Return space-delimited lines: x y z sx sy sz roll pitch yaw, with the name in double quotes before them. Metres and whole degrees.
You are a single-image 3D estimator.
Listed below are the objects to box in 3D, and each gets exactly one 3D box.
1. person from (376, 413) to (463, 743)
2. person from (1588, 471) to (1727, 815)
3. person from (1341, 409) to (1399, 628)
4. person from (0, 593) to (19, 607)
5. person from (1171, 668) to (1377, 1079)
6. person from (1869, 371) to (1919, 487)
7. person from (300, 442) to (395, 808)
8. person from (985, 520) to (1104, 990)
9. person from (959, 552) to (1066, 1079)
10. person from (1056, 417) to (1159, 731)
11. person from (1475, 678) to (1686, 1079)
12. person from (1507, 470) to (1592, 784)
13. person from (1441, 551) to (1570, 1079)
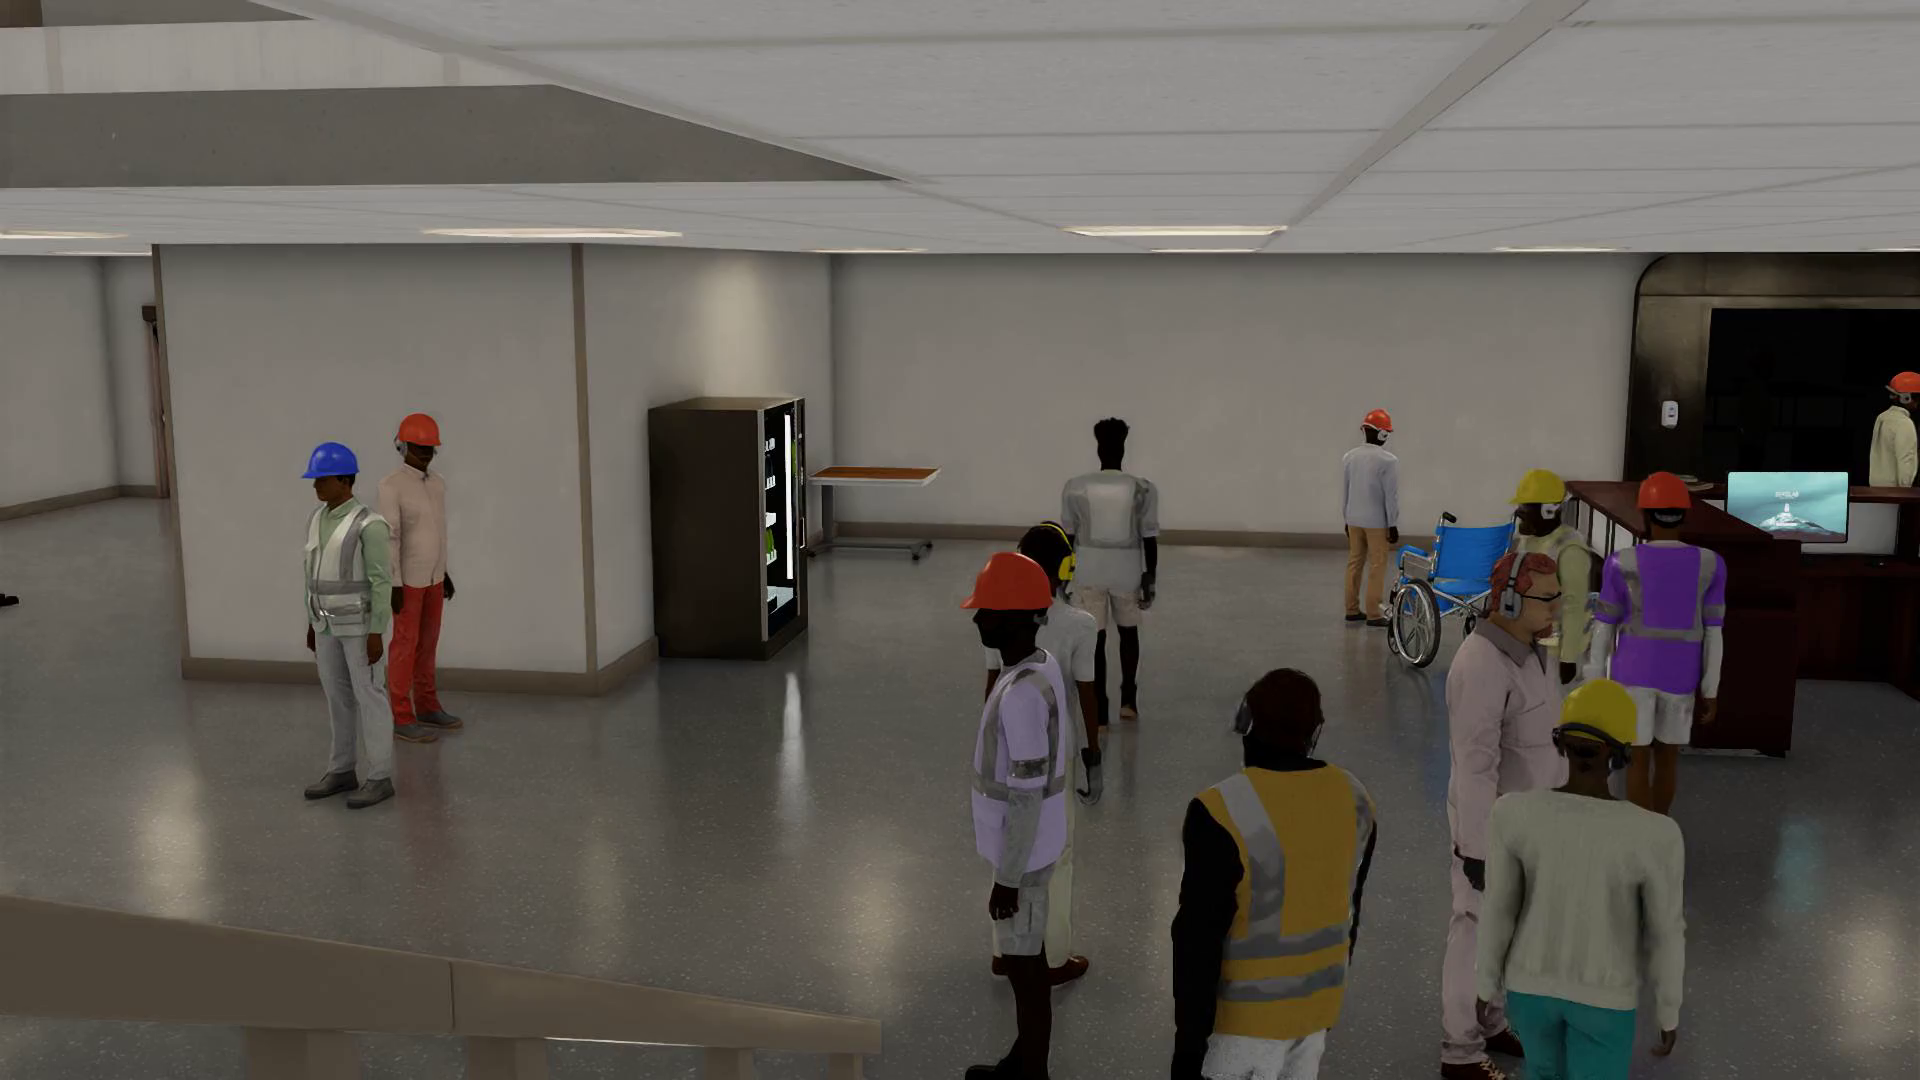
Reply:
"person" -3.284 0.220 10.133 0.392 1.991 0.612 3 10 15
"person" 3.285 0.629 7.894 0.567 1.923 0.653 2 9 10
"person" 3.302 -0.173 13.320 0.355 1.743 0.565 -6 11 -31
"person" -8.418 -0.313 13.735 0.559 1.903 0.956 6 11 33
"person" 0.803 1.256 4.371 0.749 1.805 0.546 -7 11 -36
"person" 7.985 -0.443 14.211 0.395 1.993 0.614 1 9 9
"person" -3.275 0.446 8.876 0.605 1.948 0.391 5 11 30
"person" 0.329 0.853 6.638 0.513 1.863 0.331 4 10 26
"person" 0.173 0.998 5.506 0.357 1.938 0.545 1 9 4
"person" 0.908 0.210 10.313 0.624 1.948 0.463 0 9 2
"person" 1.672 1.255 4.563 0.548 1.732 0.782 6 11 34
"person" 3.073 0.535 8.769 0.452 1.814 0.596 -1 9 -6
"person" 1.901 0.973 5.794 0.399 1.901 0.648 5 11 30
